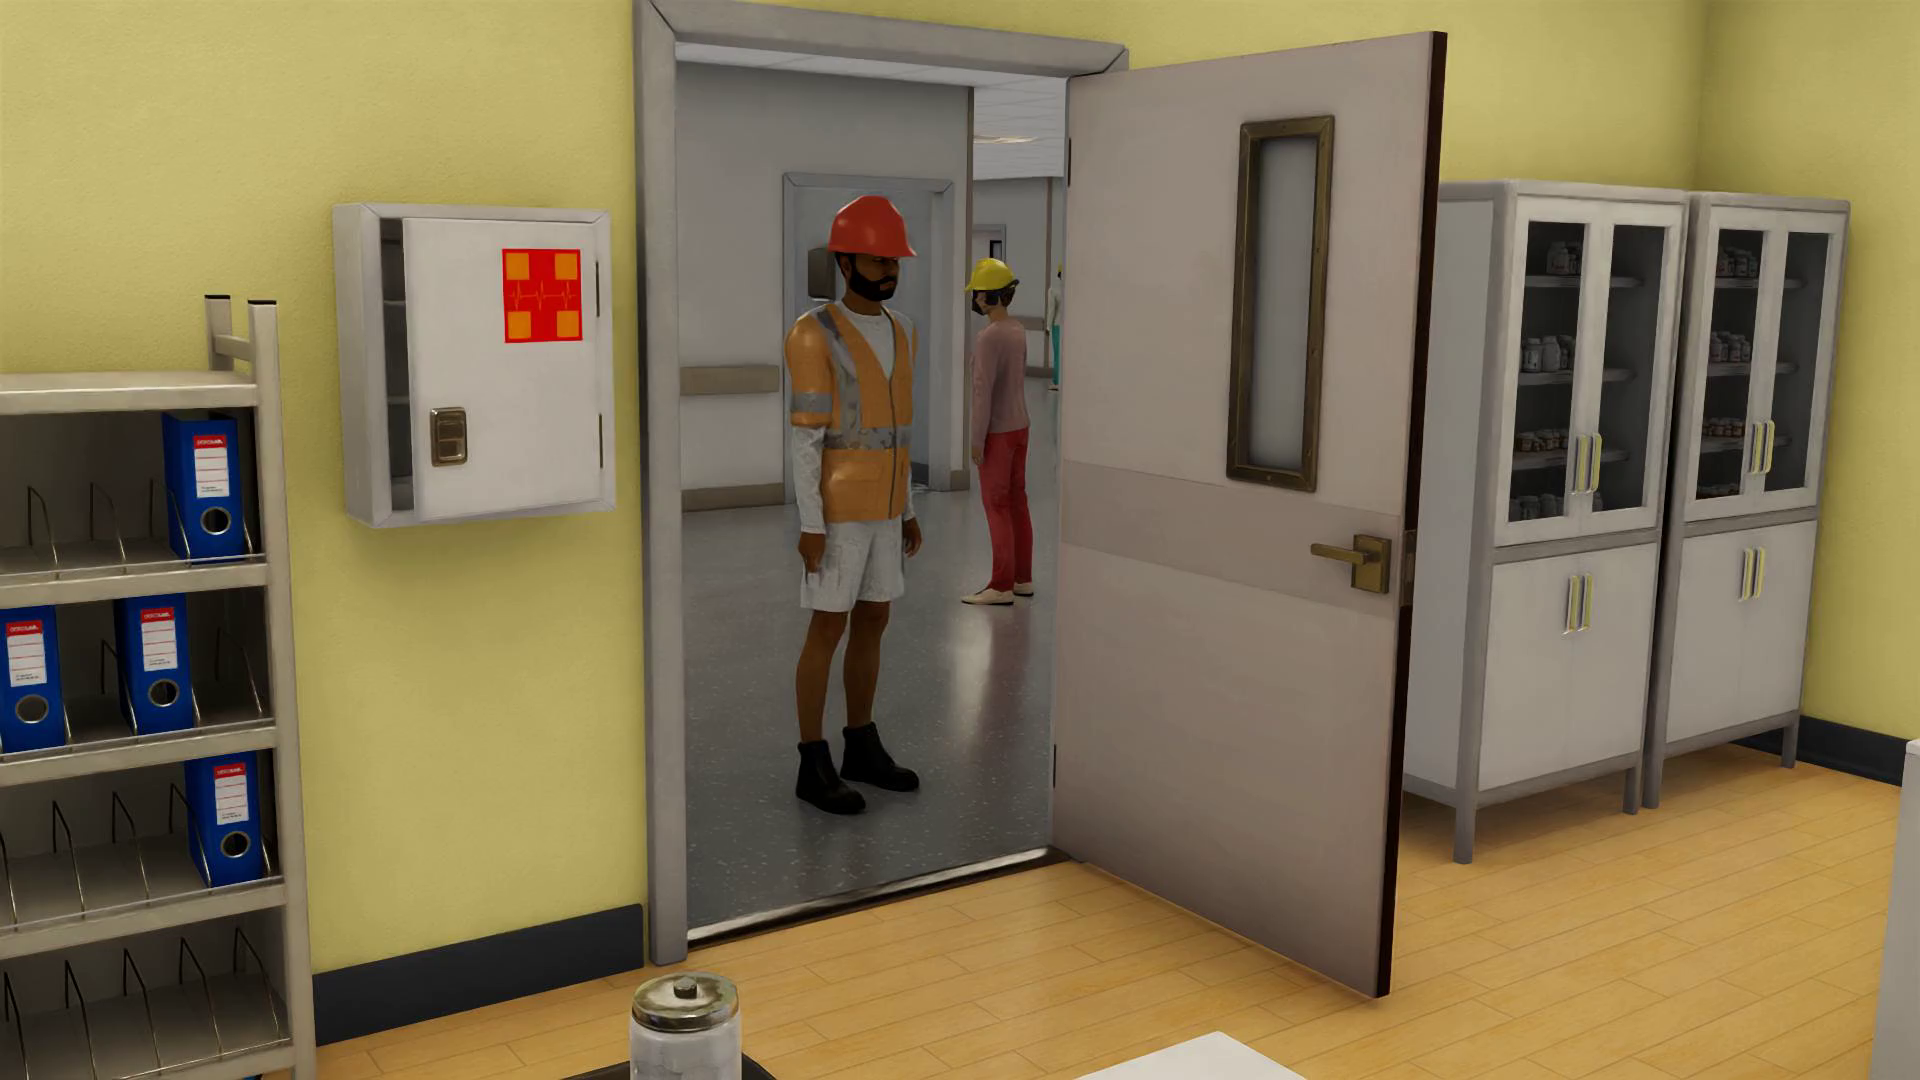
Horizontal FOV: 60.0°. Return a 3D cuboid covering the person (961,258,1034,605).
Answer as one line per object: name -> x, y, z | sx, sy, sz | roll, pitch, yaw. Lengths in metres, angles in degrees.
person -> 0.177, -0.549, 8.511 | 0.347, 1.762, 0.526 | 5, 10, 23

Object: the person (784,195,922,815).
person -> -0.303, -0.110, 5.303 | 0.377, 1.936, 0.549 | 8, 12, 37
